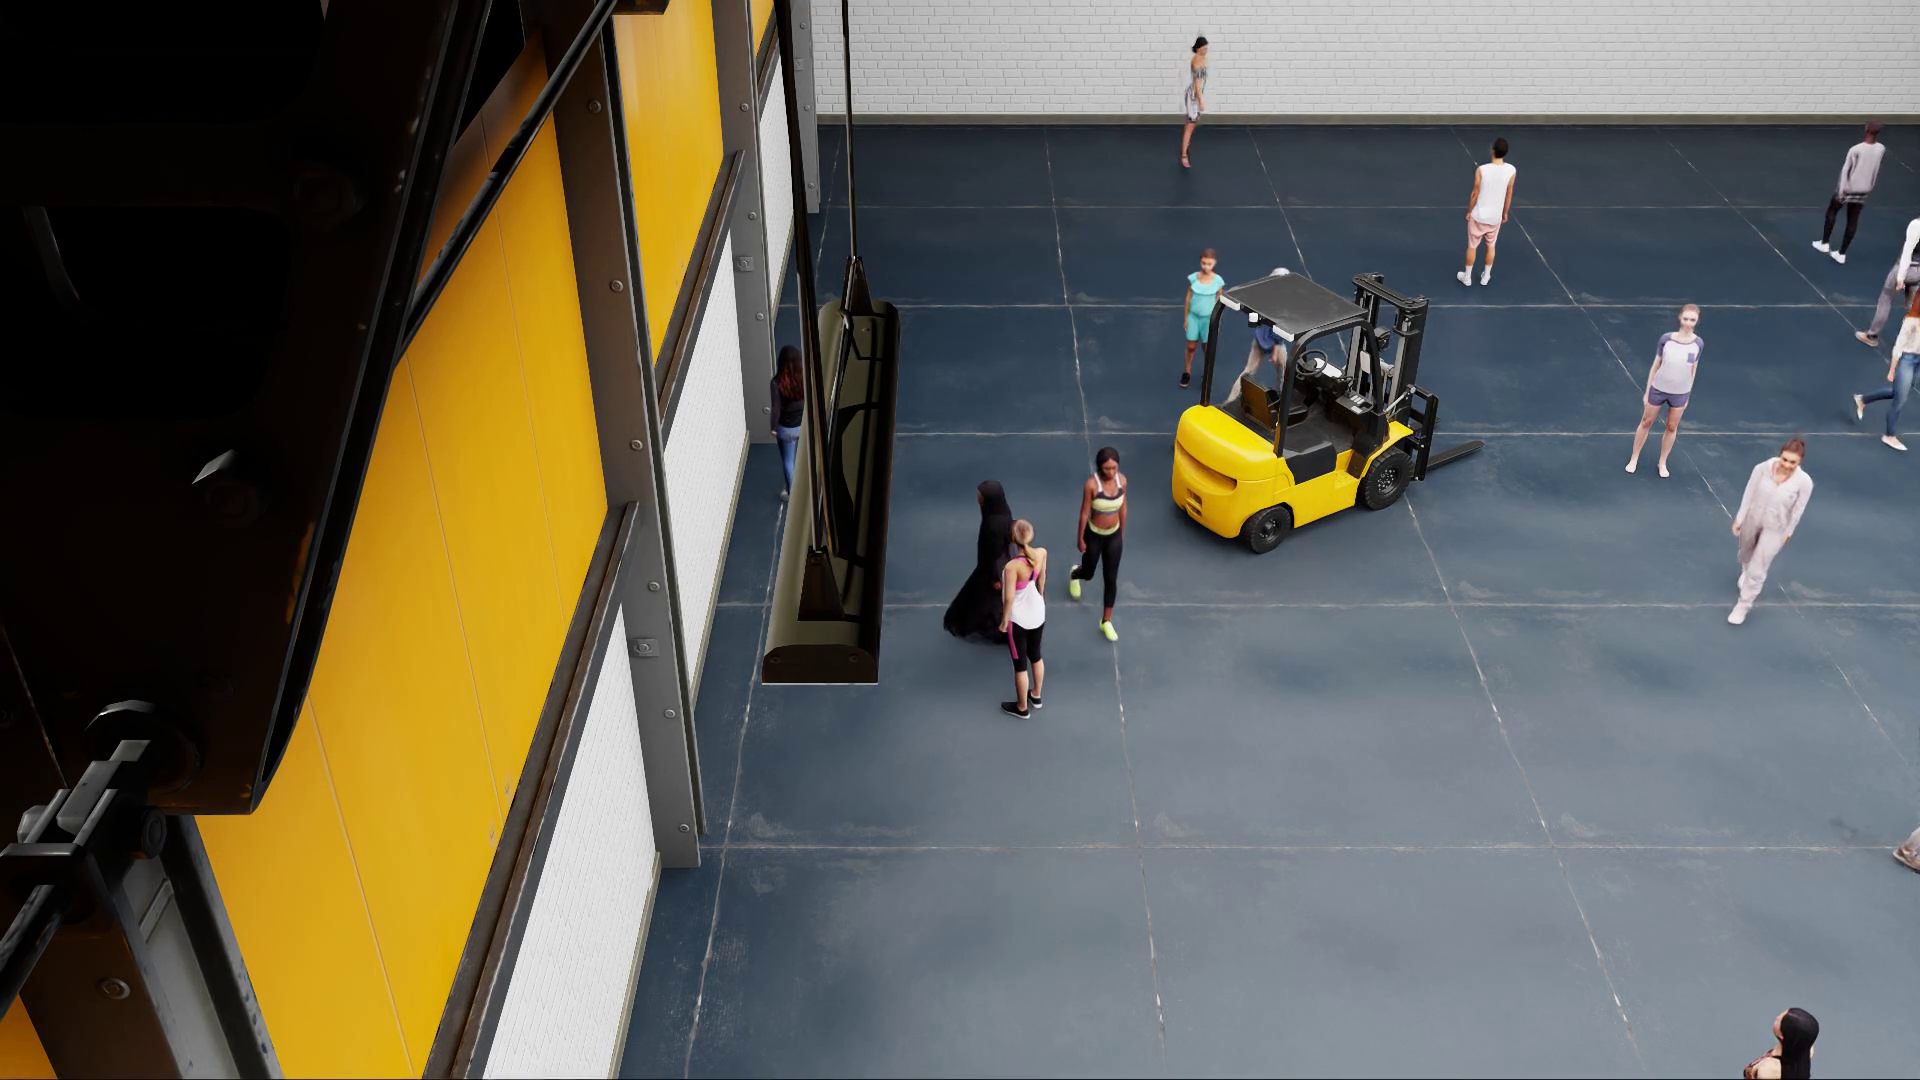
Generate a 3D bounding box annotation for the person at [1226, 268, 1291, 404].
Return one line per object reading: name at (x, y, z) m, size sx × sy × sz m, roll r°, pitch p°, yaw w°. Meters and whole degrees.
person at (3.039, -1.929, 16.812) m, size 1.050 × 1.646 × 1.209 m, roll -16°, pitch 37°, yaw -23°

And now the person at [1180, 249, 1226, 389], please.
person at (2.551, -2.340, 17.511) m, size 0.612 × 1.557 × 0.627 m, roll 10°, pitch 35°, yaw 15°

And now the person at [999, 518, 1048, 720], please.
person at (0.507, 0.607, 12.871) m, size 0.671 × 1.786 × 0.727 m, roll -28°, pitch 43°, yaw -35°

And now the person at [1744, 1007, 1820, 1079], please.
person at (4.328, 3.166, 9.030) m, size 0.803 × 1.775 × 0.851 m, roll -23°, pitch 40°, yaw -30°

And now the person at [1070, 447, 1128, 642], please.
person at (1.151, -0.054, 13.914) m, size 0.801 × 1.731 × 1.113 m, roll -10°, pitch 35°, yaw -15°

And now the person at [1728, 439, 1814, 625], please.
person at (6.857, -0.155, 14.128) m, size 1.046 × 1.663 × 1.120 m, roll 28°, pitch 43°, yaw 35°

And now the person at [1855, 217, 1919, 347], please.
person at (10.356, -2.859, 17.977) m, size 0.874 × 1.905 × 1.213 m, roll -10°, pitch 35°, yaw -14°

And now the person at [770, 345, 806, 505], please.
person at (-1.534, -1.076, 15.538) m, size 0.726 × 1.636 × 0.731 m, roll -18°, pitch 38°, yaw -25°

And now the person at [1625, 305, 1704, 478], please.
person at (6.814, -1.447, 15.974) m, size 0.639 × 1.770 × 0.657 m, roll 9°, pitch 35°, yaw 14°

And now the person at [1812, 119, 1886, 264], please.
person at (10.866, -4.192, 20.118) m, size 0.618 × 1.755 × 0.757 m, roll 1°, pitch 34°, yaw 2°

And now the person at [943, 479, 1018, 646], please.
person at (0.379, 0.203, 13.649) m, size 0.857 × 1.597 × 1.070 m, roll 8°, pitch 34°, yaw 12°

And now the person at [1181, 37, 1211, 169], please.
person at (3.200, -6.080, 22.914) m, size 0.824 × 1.804 × 0.596 m, roll 3°, pitch 34°, yaw 4°

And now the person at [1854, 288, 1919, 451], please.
person at (9.346, -1.776, 16.523) m, size 0.852 × 1.712 × 1.054 m, roll -15°, pitch 36°, yaw -21°

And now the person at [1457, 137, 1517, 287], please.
person at (6.206, -3.858, 19.582) m, size 0.634 × 1.792 × 0.547 m, roll 1°, pitch 34°, yaw 1°
